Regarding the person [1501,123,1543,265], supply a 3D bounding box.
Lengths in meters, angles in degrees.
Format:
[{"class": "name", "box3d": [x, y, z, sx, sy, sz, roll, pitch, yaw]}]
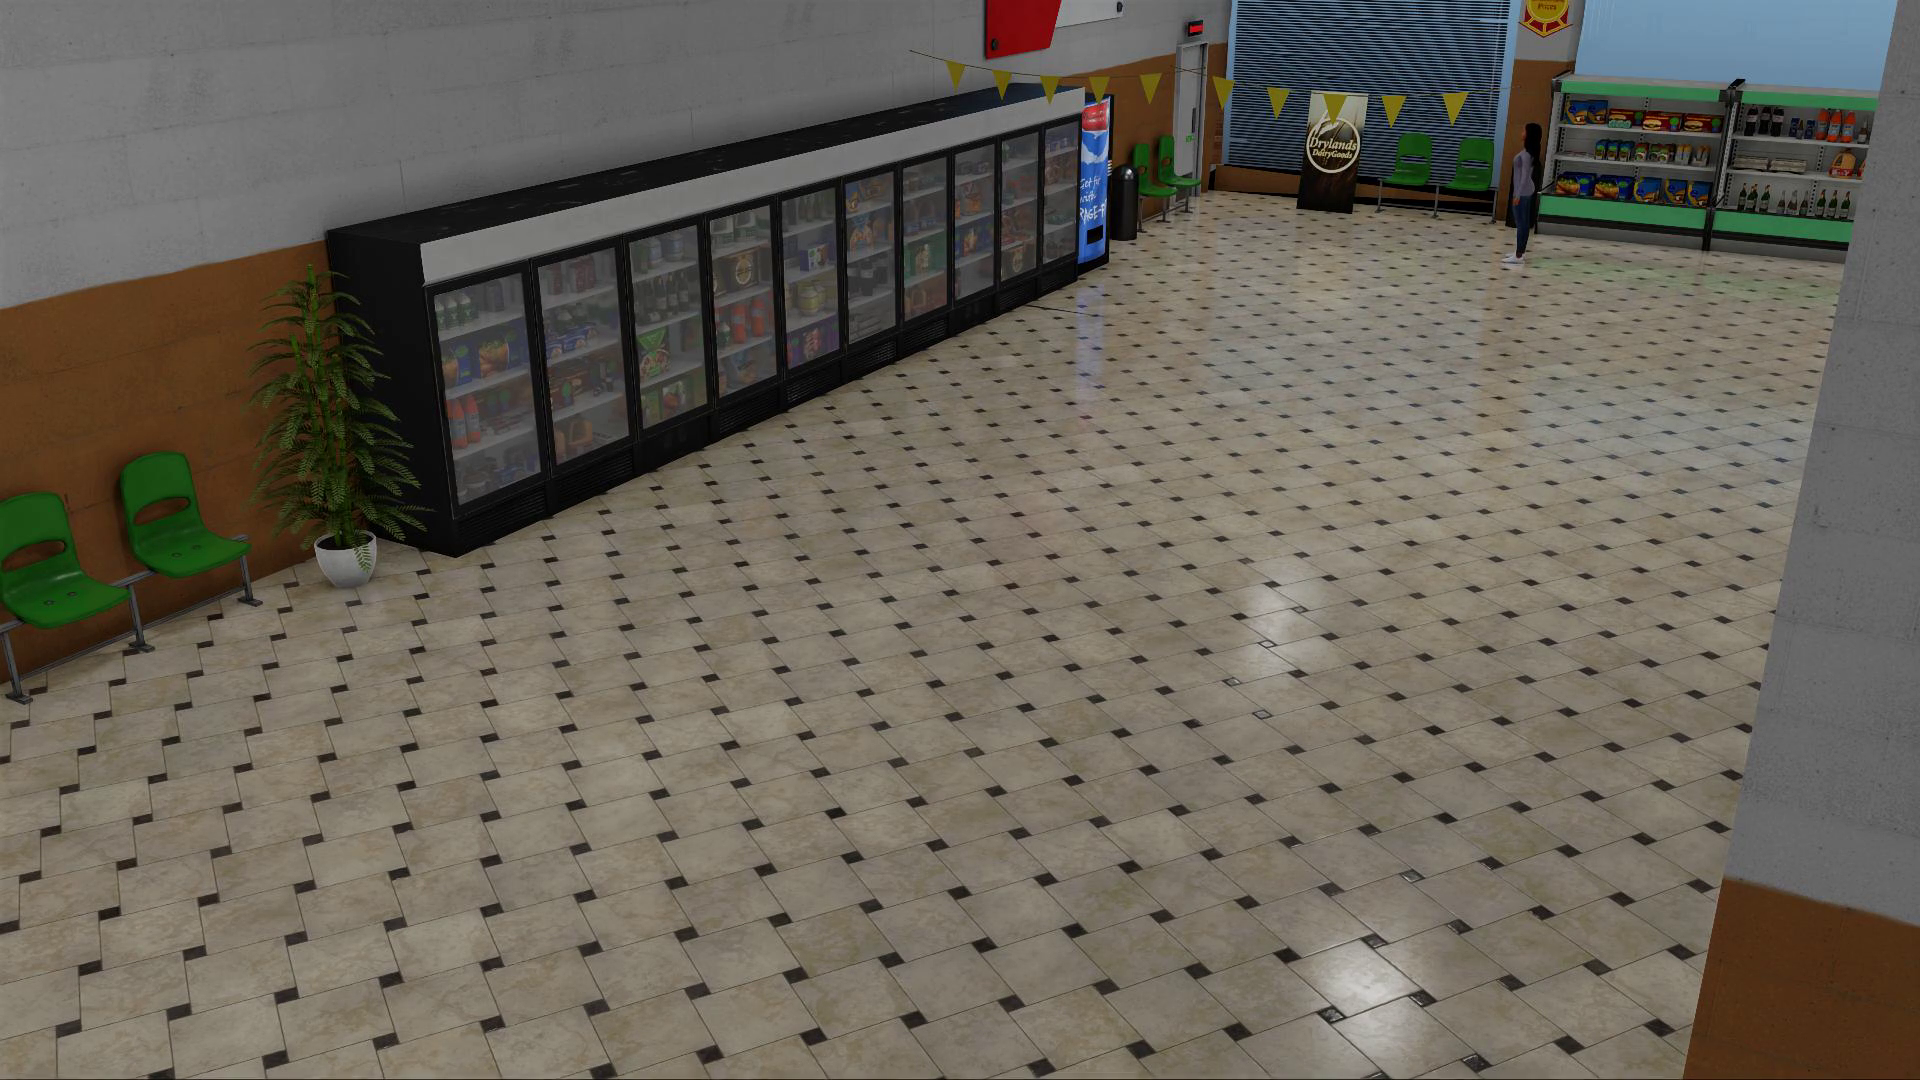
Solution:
[{"class": "person", "box3d": [7.122, -4.373, 20.970, 0.508, 1.736, 0.594, 12, 25, 27]}]
